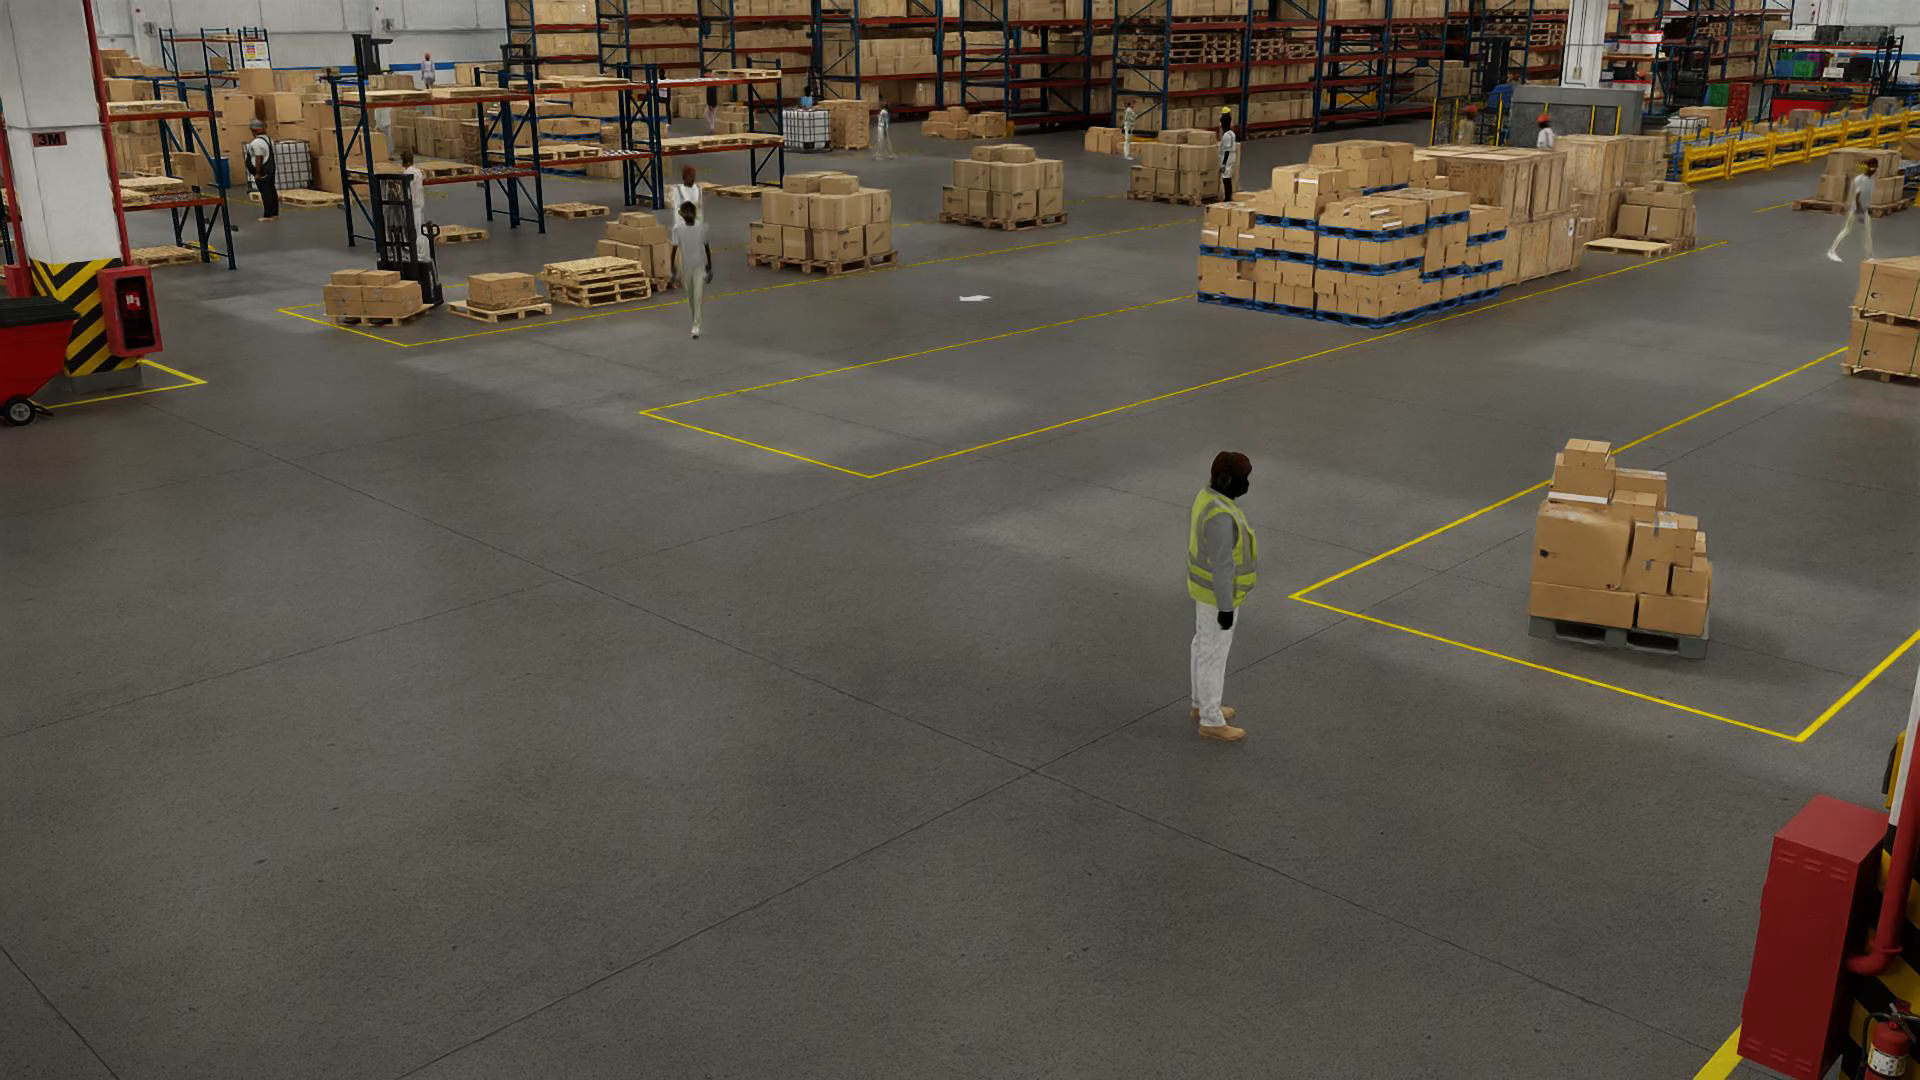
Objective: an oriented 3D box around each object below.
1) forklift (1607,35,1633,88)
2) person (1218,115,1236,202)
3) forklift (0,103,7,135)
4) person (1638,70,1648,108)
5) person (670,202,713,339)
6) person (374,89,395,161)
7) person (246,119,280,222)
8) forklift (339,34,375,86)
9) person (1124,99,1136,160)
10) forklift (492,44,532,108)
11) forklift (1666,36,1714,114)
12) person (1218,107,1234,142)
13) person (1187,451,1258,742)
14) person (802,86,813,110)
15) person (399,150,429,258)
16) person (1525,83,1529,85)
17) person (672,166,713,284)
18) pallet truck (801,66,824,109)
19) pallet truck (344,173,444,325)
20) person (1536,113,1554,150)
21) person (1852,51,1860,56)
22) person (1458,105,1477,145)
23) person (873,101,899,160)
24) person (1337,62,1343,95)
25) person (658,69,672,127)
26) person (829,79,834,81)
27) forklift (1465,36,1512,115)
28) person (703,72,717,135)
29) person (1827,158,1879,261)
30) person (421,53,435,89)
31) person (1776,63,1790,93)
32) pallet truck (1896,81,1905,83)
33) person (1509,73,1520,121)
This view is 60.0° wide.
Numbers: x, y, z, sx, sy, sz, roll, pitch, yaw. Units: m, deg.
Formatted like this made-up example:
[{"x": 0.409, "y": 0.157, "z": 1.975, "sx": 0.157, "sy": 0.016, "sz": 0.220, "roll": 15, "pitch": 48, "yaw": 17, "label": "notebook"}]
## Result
[{"x": 25.243, "y": -17.916, "z": 63.760, "sx": 1.129, "sy": 2.768, "sz": 1.873, "roll": 17, "pitch": 25, "yaw": 41, "label": "forklift"}, {"x": 5.688, "y": -8.081, "z": 35.569, "sx": 0.380, "sy": 1.958, "sz": 0.603, "roll": 6, "pitch": 19, "yaw": 17, "label": "person"}, {"x": -29.010, "y": -14.010, "z": 51.991, "sx": 1.129, "sy": 2.768, "sz": 1.873, "roll": 15, "pitch": 24, "yaw": 38, "label": "forklift"}, {"x": 22.941, "y": -14.839, "z": 56.010, "sx": 0.548, "sy": 1.918, "sz": 0.727, "roll": 17, "pitch": 25, "yaw": 42, "label": "person"}, {"x": -3.633, "y": -3.648, "z": 22.439, "sx": 0.547, "sy": 1.813, "sz": 0.996, "roll": -1, "pitch": 18, "yaw": -2, "label": "person"}, {"x": -15.809, "y": -11.289, "z": 45.300, "sx": 0.836, "sy": 1.911, "sz": 0.660, "roll": 7, "pitch": 20, "yaw": 21, "label": "person"}, {"x": -14.103, "y": -7.455, "z": 33.554, "sx": 0.536, "sy": 2.000, "sz": 0.674, "roll": 1, "pitch": 18, "yaw": 2, "label": "person"}, {"x": -23.287, "y": -18.355, "z": 65.083, "sx": 1.129, "sy": 2.768, "sz": 1.873, "roll": 17, "pitch": 25, "yaw": 41, "label": "forklift"}, {"x": 4.659, "y": -11.282, "z": 45.717, "sx": 0.314, "sy": 1.637, "sz": 0.514, "roll": 3, "pitch": 19, "yaw": 10, "label": "person"}, {"x": -14.174, "y": -14.481, "z": 53.410, "sx": 1.873, "sy": 2.768, "sz": 1.129, "roll": 17, "pitch": 25, "yaw": 41, "label": "forklift"}, {"x": 27.341, "y": -17.291, "z": 61.877, "sx": 1.129, "sy": 2.768, "sz": 1.873, "roll": 17, "pitch": 25, "yaw": 41, "label": "forklift"}, {"x": 6.484, "y": -9.695, "z": 40.733, "sx": 0.522, "sy": 1.769, "sz": 0.311, "roll": -16, "pitch": 24, "yaw": -39, "label": "person"}, {"x": 1.635, "y": 0.337, "z": 10.400, "sx": 0.430, "sy": 1.838, "sz": 0.619, "roll": 0, "pitch": 18, "yaw": 1, "label": "person"}, {"x": -4.608, "y": -13.015, "z": 50.868, "sx": 0.502, "sy": 1.677, "sz": 0.539, "roll": 12, "pitch": 22, "yaw": 31, "label": "person"}, {"x": -9.245, "y": -5.612, "z": 28.162, "sx": 0.359, "sy": 1.938, "sz": 0.632, "roll": 0, "pitch": 18, "yaw": 1, "label": "person"}, {"x": 18.264, "y": -13.929, "z": 53.748, "sx": 0.500, "sy": 1.597, "sz": 0.816, "roll": 12, "pitch": 22, "yaw": 32, "label": "person"}, {"x": -4.222, "y": -4.956, "z": 26.295, "sx": 0.592, "sy": 1.863, "sz": 0.665, "roll": -14, "pitch": 23, "yaw": -37, "label": "person"}, {"x": -4.812, "y": -15.182, "z": 56.903, "sx": 0.823, "sy": 1.965, "sz": 1.885, "roll": -9, "pitch": 21, "yaw": -26, "label": "pallet truck"}, {"x": -8.209, "y": -4.181, "z": 23.757, "sx": 0.823, "sy": 1.965, "sz": 1.885, "roll": 3, "pitch": 19, "yaw": 9, "label": "pallet truck"}, {"x": 13.048, "y": -8.567, "z": 37.165, "sx": 1.045, "sy": 1.885, "sz": 0.557, "roll": 13, "pitch": 22, "yaw": 34, "label": "person"}, {"x": 37.935, "y": -19.738, "z": 70.648, "sx": 0.472, "sy": 1.976, "sz": 0.632, "roll": 2, "pitch": 18, "yaw": 5, "label": "person"}, {"x": 11.960, "y": -9.384, "z": 39.579, "sx": 0.548, "sy": 1.912, "sz": 0.803, "roll": -14, "pitch": 23, "yaw": -35, "label": "person"}, {"x": -2.037, "y": -11.232, "z": 45.634, "sx": 0.790, "sy": 1.588, "sz": 0.533, "roll": -1, "pitch": 18, "yaw": -3, "label": "person"}, {"x": 16.575, "y": -20.302, "z": 72.799, "sx": 0.317, "sy": 1.695, "sz": 0.540, "roll": 11, "pitch": 21, "yaw": 29, "label": "person"}, {"x": -10.072, "y": -15.073, "z": 56.715, "sx": 0.589, "sy": 1.912, "sz": 0.390, "roll": 12, "pitch": 22, "yaw": 33, "label": "person"}, {"x": -4.647, "y": -16.907, "z": 62.361, "sx": 0.586, "sy": 1.832, "sz": 0.623, "roll": -15, "pitch": 23, "yaw": -37, "label": "person"}, {"x": 19.973, "y": -17.201, "z": 61.605, "sx": 1.873, "sy": 2.768, "sz": 1.129, "roll": 16, "pitch": 24, "yaw": 40, "label": "forklift"}, {"x": -8.000, "y": -13.925, "z": 53.146, "sx": 0.522, "sy": 1.973, "sz": 0.635, "roll": 5, "pitch": 19, "yaw": 14, "label": "person"}, {"x": 15.355, "y": -5.610, "z": 28.373, "sx": 0.486, "sy": 1.813, "sz": 1.025, "roll": -6, "pitch": 19, "yaw": -19, "label": "person"}, {"x": -22.622, "y": -19.753, "z": 70.825, "sx": 0.560, "sy": 1.915, "sz": 0.849, "roll": -7, "pitch": 20, "yaw": -19, "label": "person"}, {"x": 33.022, "y": -18.297, "z": 66.705, "sx": 0.538, "sy": 1.735, "sz": 0.779, "roll": 9, "pitch": 20, "yaw": 26, "label": "person"}, {"x": 34.802, "y": -16.331, "z": 61.455, "sx": 0.653, "sy": 1.274, "sz": 1.630, "roll": 17, "pitch": 25, "yaw": 41, "label": "pallet truck"}, {"x": 19.794, "y": -15.808, "z": 59.356, "sx": 0.280, "sy": 1.634, "sz": 0.498, "roll": 8, "pitch": 20, "yaw": 24, "label": "person"}]
